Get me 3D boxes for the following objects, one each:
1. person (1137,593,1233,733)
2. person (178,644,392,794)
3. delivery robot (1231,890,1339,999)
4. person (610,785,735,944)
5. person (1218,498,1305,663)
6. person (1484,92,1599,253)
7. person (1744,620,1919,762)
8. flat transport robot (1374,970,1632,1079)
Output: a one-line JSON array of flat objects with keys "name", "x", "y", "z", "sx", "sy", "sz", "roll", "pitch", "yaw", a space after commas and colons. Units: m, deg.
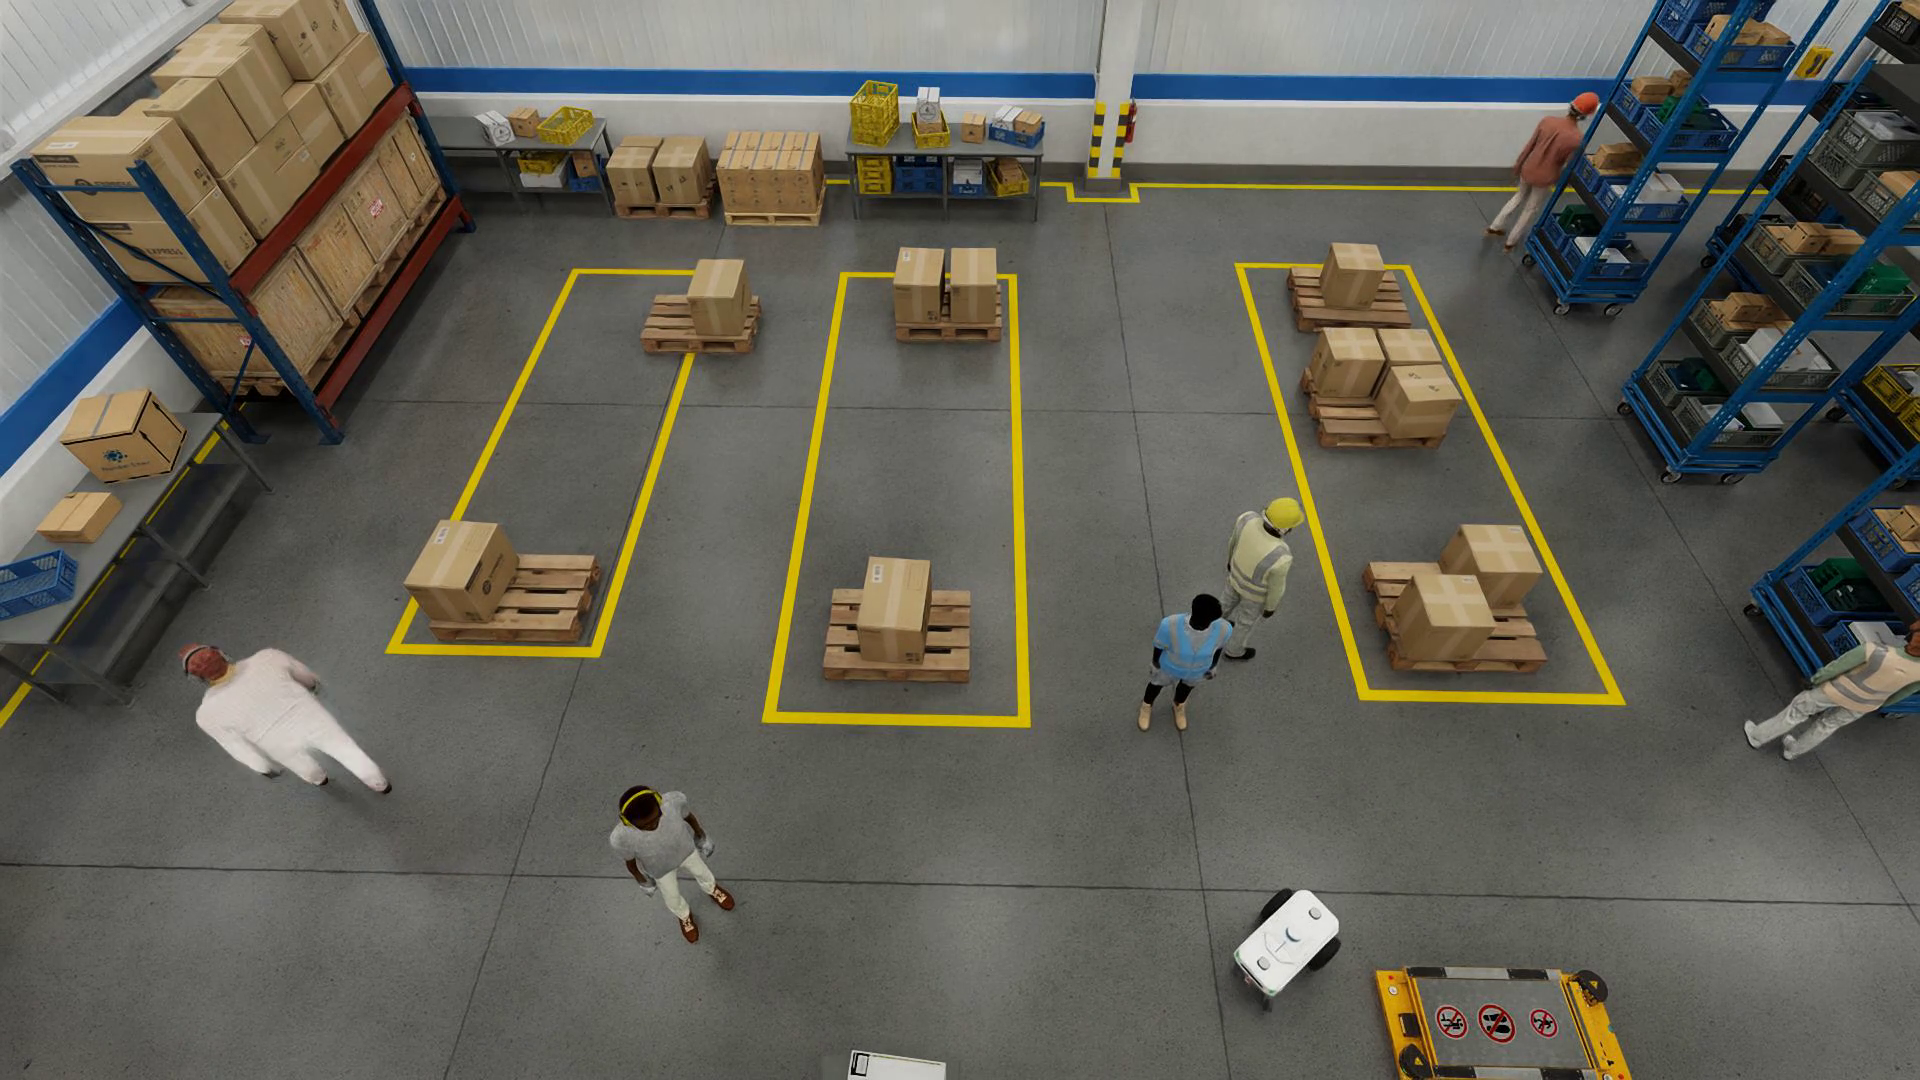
[{"name": "person", "x": 1.663, "y": 0.915, "z": 6.805, "sx": 0.536, "sy": 1.699, "sz": 0.321, "roll": 1, "pitch": 51, "yaw": 1}, {"name": "person", "x": -4.769, "y": 1.253, "z": 6.426, "sx": 0.887, "sy": 1.871, "sz": 0.668, "roll": 25, "pitch": 55, "yaw": 19}, {"name": "delivery robot", "x": 2.149, "y": 2.662, "z": 6.053, "sx": 0.707, "sy": 0.478, "sz": 0.477, "roll": -30, "pitch": 56, "yaw": -23}, {"name": "person", "x": -1.809, "y": 2.026, "z": 5.791, "sx": 0.507, "sy": 1.874, "sz": 0.329, "roll": -36, "pitch": 59, "yaw": -26}, {"name": "person", "x": 2.318, "y": 0.311, "z": 7.214, "sx": 0.404, "sy": 1.829, "sz": 0.600, "roll": -18, "pitch": 53, "yaw": -14}, {"name": "person", "x": 6.955, "y": -4.379, "z": 10.950, "sx": 0.471, "sy": 1.969, "sz": 0.664, "roll": -22, "pitch": 54, "yaw": -17}, {"name": "person", "x": 6.468, "y": 1.125, "z": 6.679, "sx": 0.528, "sy": 1.631, "sz": 0.313, "roll": 19, "pitch": 53, "yaw": 15}, {"name": "flat transport robot", "x": 3.501, "y": 3.133, "z": 5.914, "sx": 1.431, "sy": 0.197, "sz": 0.652, "roll": 1, "pitch": 51, "yaw": 1}]
